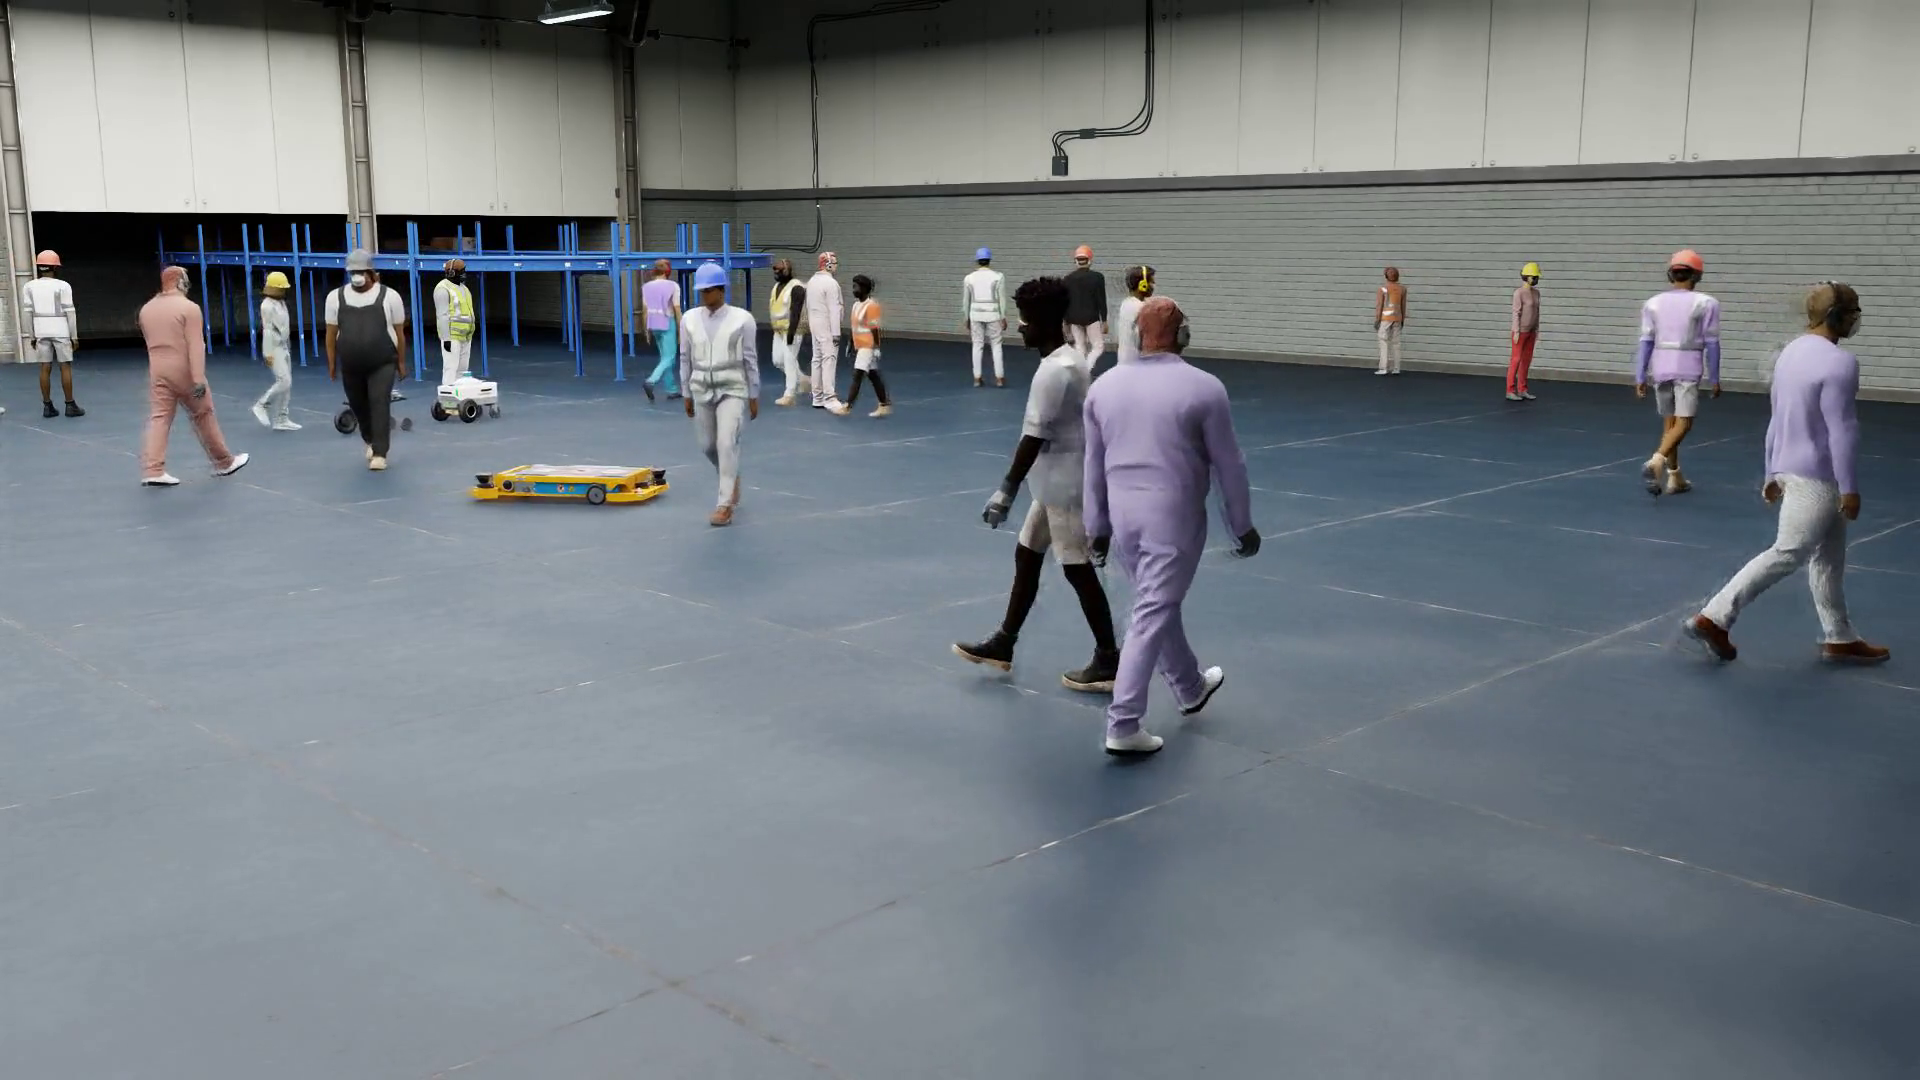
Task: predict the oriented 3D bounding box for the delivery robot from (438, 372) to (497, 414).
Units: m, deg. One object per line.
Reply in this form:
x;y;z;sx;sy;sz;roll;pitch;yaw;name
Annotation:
-5.686;-1.700;19.215;0.477;0.478;0.707;5;12;26;delivery robot

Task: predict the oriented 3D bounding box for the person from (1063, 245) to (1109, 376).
1.680;-2.960;22.332;0.657;1.978;0.629;6;12;30;person

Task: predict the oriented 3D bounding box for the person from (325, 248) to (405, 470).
-5.476;-1.695;15.386;0.692;2.000;0.921;-1;10;-7;person

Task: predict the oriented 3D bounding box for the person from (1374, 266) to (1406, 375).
6.526;-3.320;25.228;0.522;1.638;0.310;-4;11;-19;person

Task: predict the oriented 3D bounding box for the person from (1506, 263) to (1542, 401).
7.284;-2.675;21.390;0.518;1.757;0.338;-9;14;-40;person

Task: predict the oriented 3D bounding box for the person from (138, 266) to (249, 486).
-6.651;-1.410;14.253;0.654;1.841;1.034;3;11;17;person

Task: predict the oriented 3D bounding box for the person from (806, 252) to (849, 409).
-1.614;-2.554;20.319;0.400;1.909;0.643;-6;12;-31;person

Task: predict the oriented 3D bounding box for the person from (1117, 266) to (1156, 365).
1.508;-1.486;14.687;0.489;1.848;0.503;-4;11;-19;person

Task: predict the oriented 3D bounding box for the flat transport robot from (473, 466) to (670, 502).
-3.154;-0.470;13.536;1.431;0.197;0.652;2;10;8;flat transport robot

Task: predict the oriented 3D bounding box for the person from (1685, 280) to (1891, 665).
4.125;-0.322;8.183;0.970;1.909;0.635;1;10;7;person

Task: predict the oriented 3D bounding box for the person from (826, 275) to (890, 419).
-1.163;-2.206;19.104;0.868;1.648;0.552;-4;11;-23;person

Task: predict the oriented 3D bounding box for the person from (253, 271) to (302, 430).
-7.389;-2.041;18.001;0.443;1.719;0.561;0;10;0;person

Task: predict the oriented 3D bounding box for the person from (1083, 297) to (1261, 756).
0.894;-0.075;6.947;0.651;1.848;1.023;10;14;43;person

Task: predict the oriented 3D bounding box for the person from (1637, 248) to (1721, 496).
5.779;-1.352;13.492;0.921;2.018;0.610;-9;14;-40;person

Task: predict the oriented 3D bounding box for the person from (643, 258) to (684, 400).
-3.826;-2.702;21.341;0.575;1.821;0.802;6;12;31;person

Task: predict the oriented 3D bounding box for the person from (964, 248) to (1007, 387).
0.355;-3.121;23.329;0.637;1.935;0.420;3;11;16;person

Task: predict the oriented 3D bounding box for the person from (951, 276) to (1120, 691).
0.359;-0.246;7.688;0.924;1.918;0.605;1;10;6;person

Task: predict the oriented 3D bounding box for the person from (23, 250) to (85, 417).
-10.623;-2.419;19.504;0.552;1.935;0.373;-1;10;-3;person

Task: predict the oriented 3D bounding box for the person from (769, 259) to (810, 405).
-2.120;-2.620;20.933;0.558;1.822;0.627;-9;13;-39;person

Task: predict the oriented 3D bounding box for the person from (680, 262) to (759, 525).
-1.784;-1.117;12.470;0.612;1.919;0.834;2;11;10;person

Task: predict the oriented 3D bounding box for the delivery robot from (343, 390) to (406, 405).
-6.322;-1.601;17.951;0.335;0.223;0.698;6;12;31;delivery robot

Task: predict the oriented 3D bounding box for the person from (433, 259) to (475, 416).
-5.957;-2.403;19.712;0.430;1.836;0.618;3;11;14;person

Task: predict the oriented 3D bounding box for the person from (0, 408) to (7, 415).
-11.561;-2.339;19.390;0.512;1.823;0.652;3;11;16;person
